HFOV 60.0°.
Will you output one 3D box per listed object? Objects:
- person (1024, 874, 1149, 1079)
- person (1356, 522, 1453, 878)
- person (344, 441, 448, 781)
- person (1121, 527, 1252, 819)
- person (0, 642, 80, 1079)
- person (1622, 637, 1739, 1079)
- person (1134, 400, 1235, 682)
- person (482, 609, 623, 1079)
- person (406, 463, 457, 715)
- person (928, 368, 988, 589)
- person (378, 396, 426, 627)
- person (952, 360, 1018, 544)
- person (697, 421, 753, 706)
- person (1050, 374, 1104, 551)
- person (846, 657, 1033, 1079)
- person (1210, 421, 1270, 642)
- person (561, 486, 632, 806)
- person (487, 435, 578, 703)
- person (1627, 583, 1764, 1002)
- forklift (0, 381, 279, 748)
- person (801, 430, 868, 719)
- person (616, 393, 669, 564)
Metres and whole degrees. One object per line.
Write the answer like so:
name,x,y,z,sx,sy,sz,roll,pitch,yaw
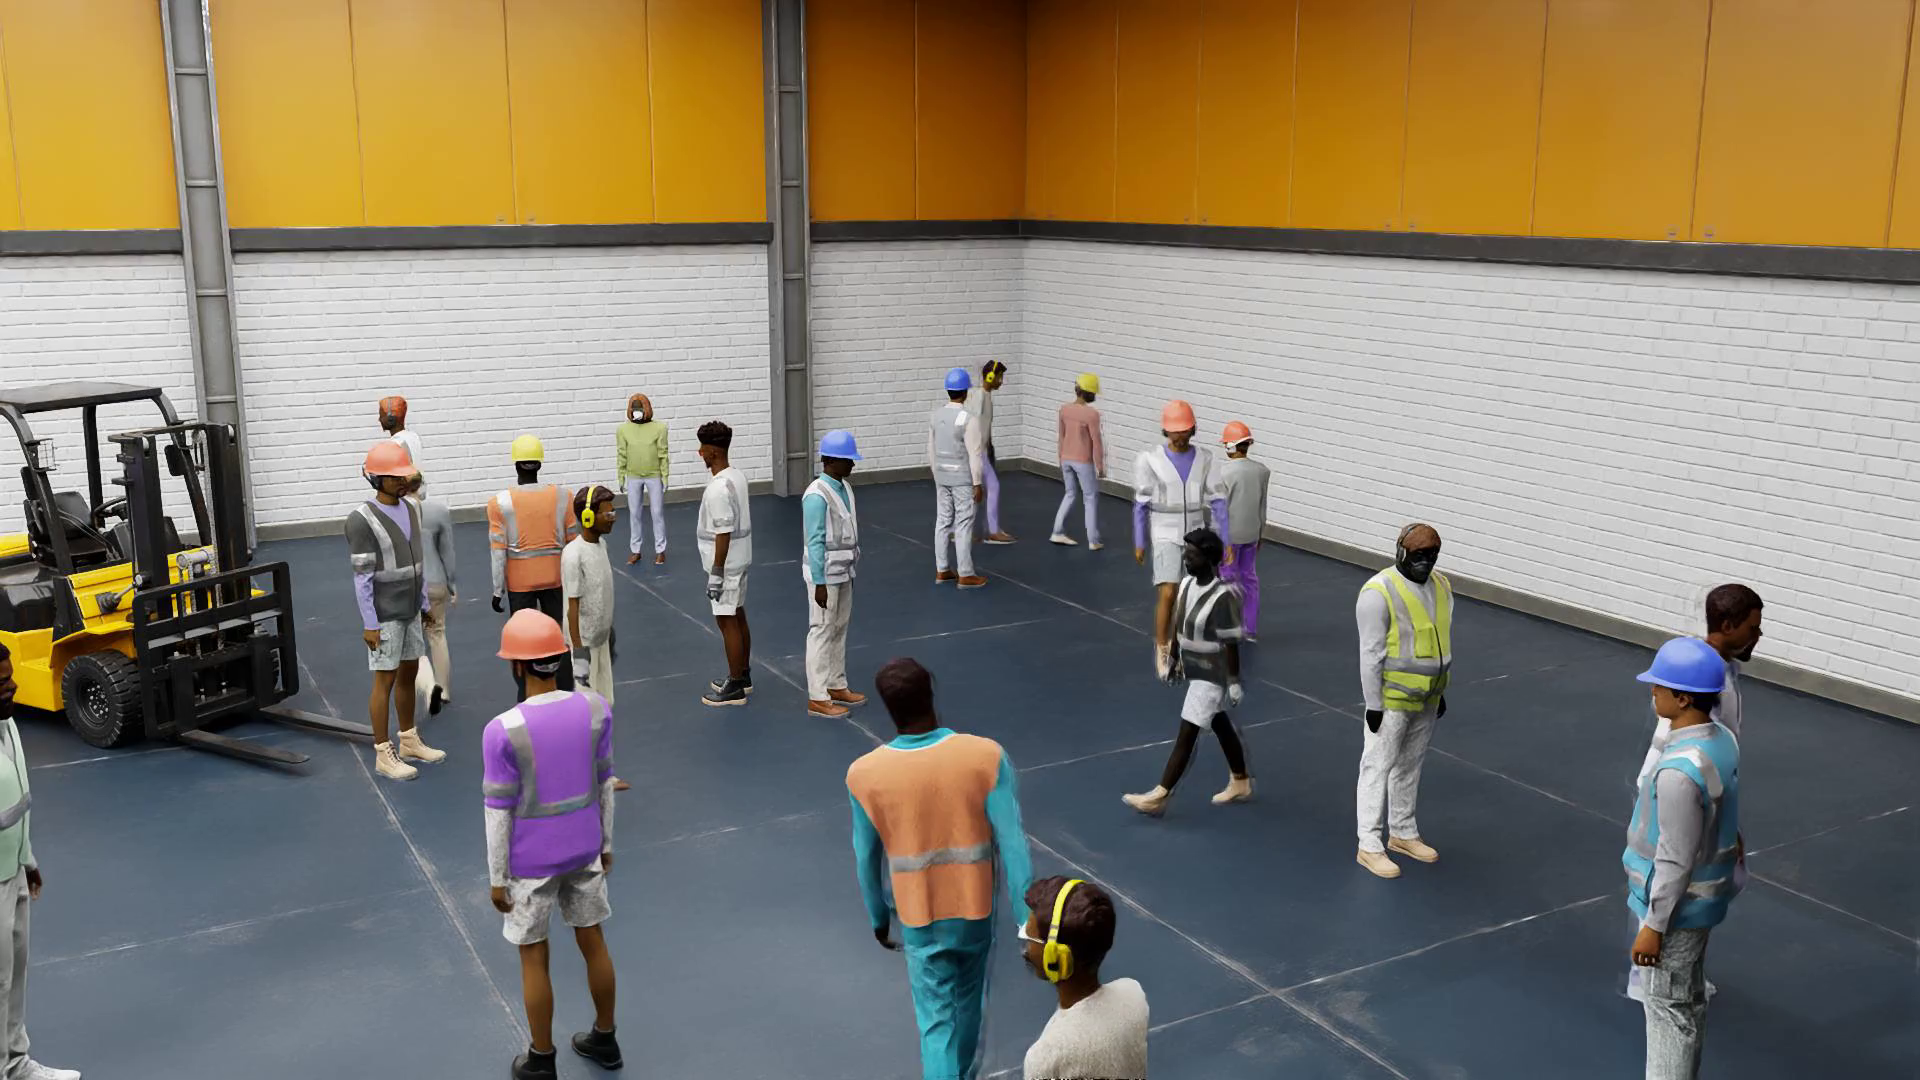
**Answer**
person,0.300,1.741,4.236,0.325,1.860,0.520,8,15,34
person,2.318,0.812,8.635,0.623,1.840,0.430,-8,15,-35
person,-3.380,0.414,10.016,0.377,2.044,0.608,4,13,17
person,1.314,0.747,9.352,0.884,1.646,0.550,-4,13,-18
person,-3.655,1.284,6.256,0.393,1.913,0.586,-3,12,-14
person,2.605,1.304,6.069,0.391,1.948,0.605,8,14,33
person,1.626,0.009,11.961,0.650,2.021,0.617,-3,12,-14
person,-1.619,1.215,6.541,0.552,1.928,0.390,-11,16,-41
person,-3.608,0.323,11.170,0.546,1.729,0.631,-10,16,-40
person,-0.023,-0.542,14.715,0.377,1.950,0.612,-11,16,-43
person,-4.473,-0.222,13.371,0.340,1.883,0.586,0,12,-1
person,0.284,-0.862,16.515,0.796,1.821,0.580,1,12,3
person,-1.616,0.156,11.410,0.362,1.962,0.614,1,12,5
person,1.200,-0.763,16.280,0.405,1.731,0.552,-11,16,-41
person,-0.068,1.340,6.117,0.680,1.852,0.926,-1,12,-6
person,2.127,-0.052,12.885,0.575,1.747,0.341,-9,15,-35
person,-2.111,0.606,9.559,0.320,1.860,0.531,2,12,11
person,-2.819,0.262,11.003,0.594,1.924,0.382,-8,14,-32
person,3.164,1.109,7.101,0.511,1.897,0.608,7,14,31
forklift,-5.853,0.085,11.199,2.313,2.155,1.214,7,14,28
person,-0.846,0.224,11.162,0.415,1.939,0.605,4,13,18
person,-2.973,-0.574,15.635,0.494,1.624,0.279,0,12,0
